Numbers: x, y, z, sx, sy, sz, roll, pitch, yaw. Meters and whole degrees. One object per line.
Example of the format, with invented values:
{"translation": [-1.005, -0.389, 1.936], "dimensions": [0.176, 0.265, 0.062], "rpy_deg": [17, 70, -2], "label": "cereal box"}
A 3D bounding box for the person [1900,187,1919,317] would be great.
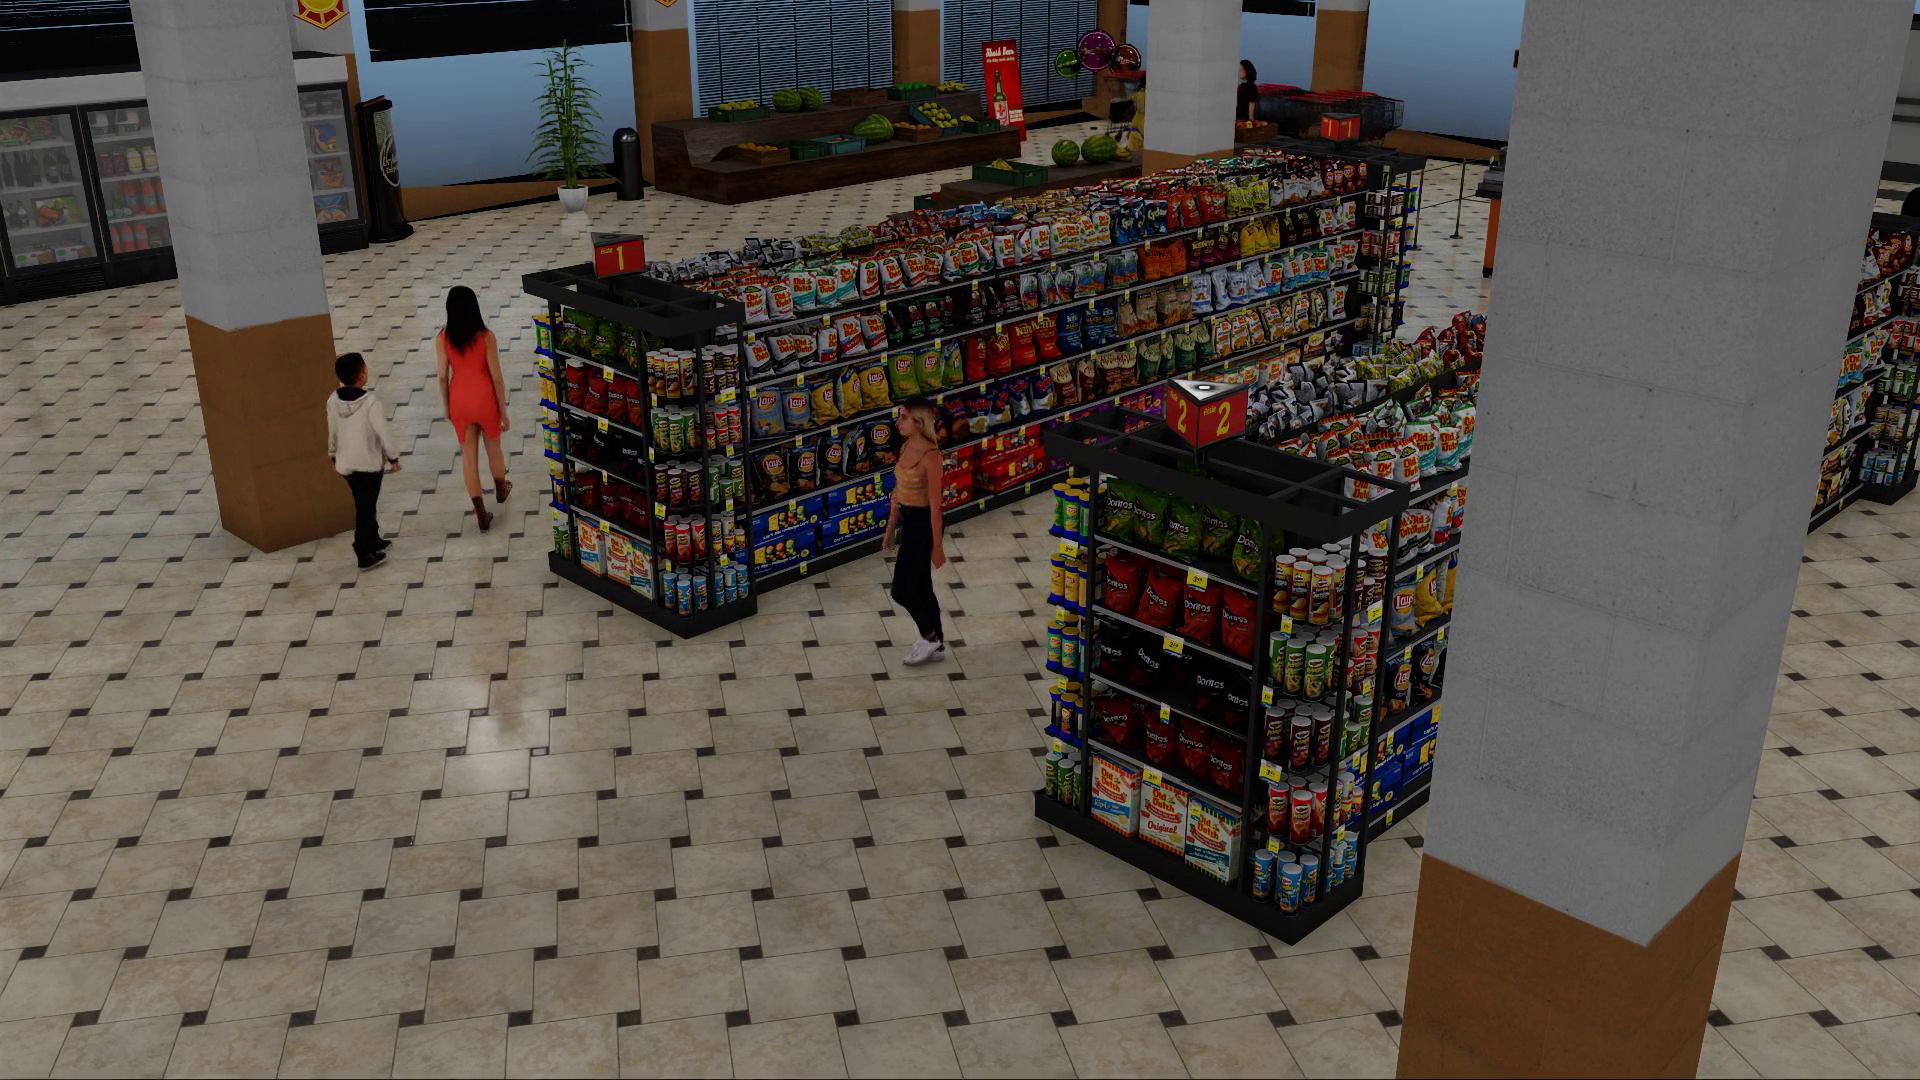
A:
{"translation": [8.803, -2.466, 15.532], "dimensions": [0.728, 1.645, 0.706], "rpy_deg": [7, 23, 16], "label": "person"}

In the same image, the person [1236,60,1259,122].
{"translation": [4.249, -6.056, 24.288], "dimensions": [1.228, 1.778, 0.992], "rpy_deg": [-8, 23, -19], "label": "person"}

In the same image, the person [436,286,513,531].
{"translation": [-3.378, -0.881, 11.521], "dimensions": [1.005, 1.694, 1.021], "rpy_deg": [-2, 22, -6], "label": "person"}

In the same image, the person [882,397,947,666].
{"translation": [-0.155, -0.042, 9.539], "dimensions": [0.695, 1.615, 0.670], "rpy_deg": [-9, 23, -21], "label": "person"}

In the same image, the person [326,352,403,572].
{"translation": [-3.971, -0.485, 10.877], "dimensions": [0.722, 1.439, 0.780], "rpy_deg": [9, 23, 21], "label": "person"}
